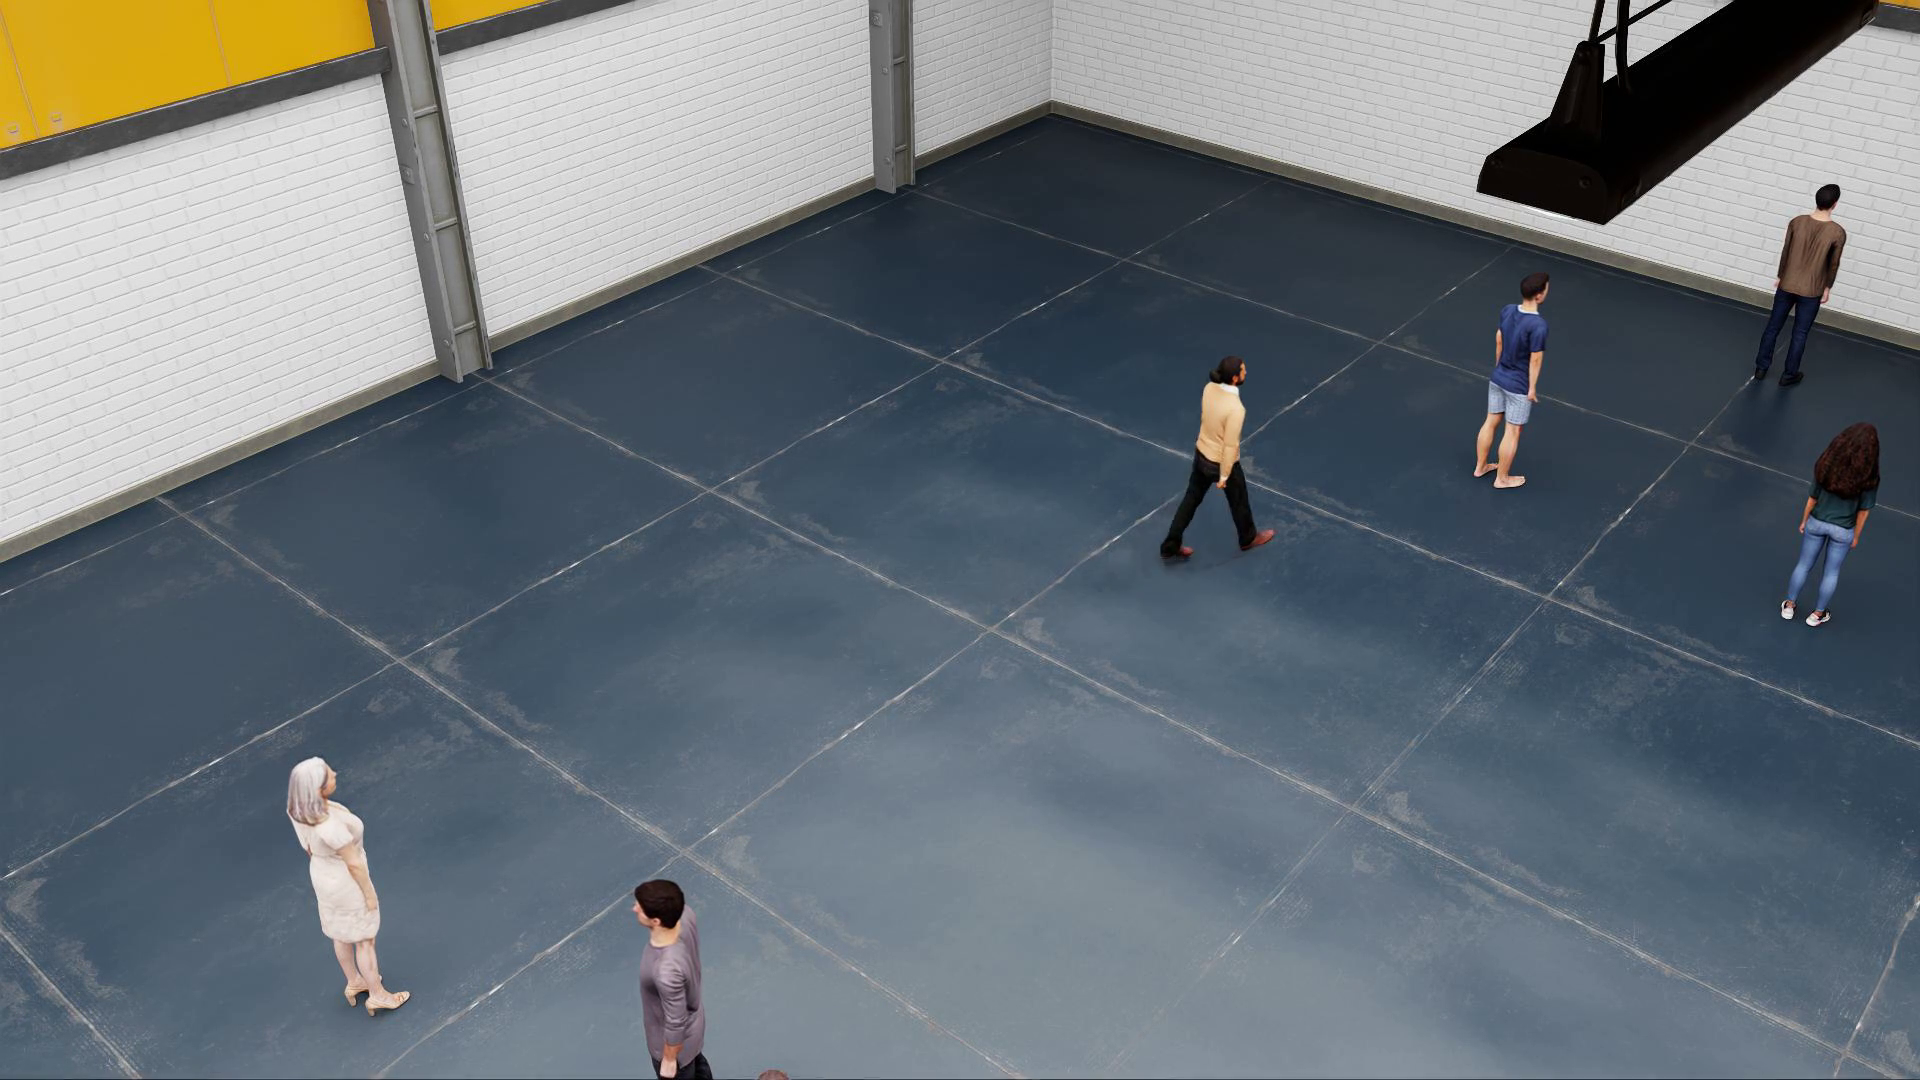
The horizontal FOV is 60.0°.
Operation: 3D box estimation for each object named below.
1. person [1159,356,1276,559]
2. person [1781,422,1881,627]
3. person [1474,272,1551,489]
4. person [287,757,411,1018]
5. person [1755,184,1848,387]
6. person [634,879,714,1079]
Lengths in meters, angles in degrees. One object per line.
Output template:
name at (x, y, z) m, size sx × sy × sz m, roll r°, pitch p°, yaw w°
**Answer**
person at (1.855, -0.568, 12.467) m, size 1.252 × 1.708 × 0.950 m, roll -16°, pitch 37°, yaw -23°
person at (6.220, -0.113, 11.865) m, size 0.591 × 1.617 × 0.582 m, roll 24°, pitch 40°, yaw 31°
person at (4.470, -1.293, 13.432) m, size 0.684 × 1.848 × 0.692 m, roll -16°, pitch 37°, yaw -23°
person at (-3.268, 1.845, 8.811) m, size 0.609 × 1.736 × 0.560 m, roll 21°, pitch 39°, yaw 29°
person at (7.535, -2.285, 14.887) m, size 0.644 × 1.888 × 0.551 m, roll 26°, pitch 42°, yaw 33°
person at (-1.358, 2.317, 7.995) m, size 0.797 × 1.853 × 0.722 m, roll -1°, pitch 34°, yaw -2°
